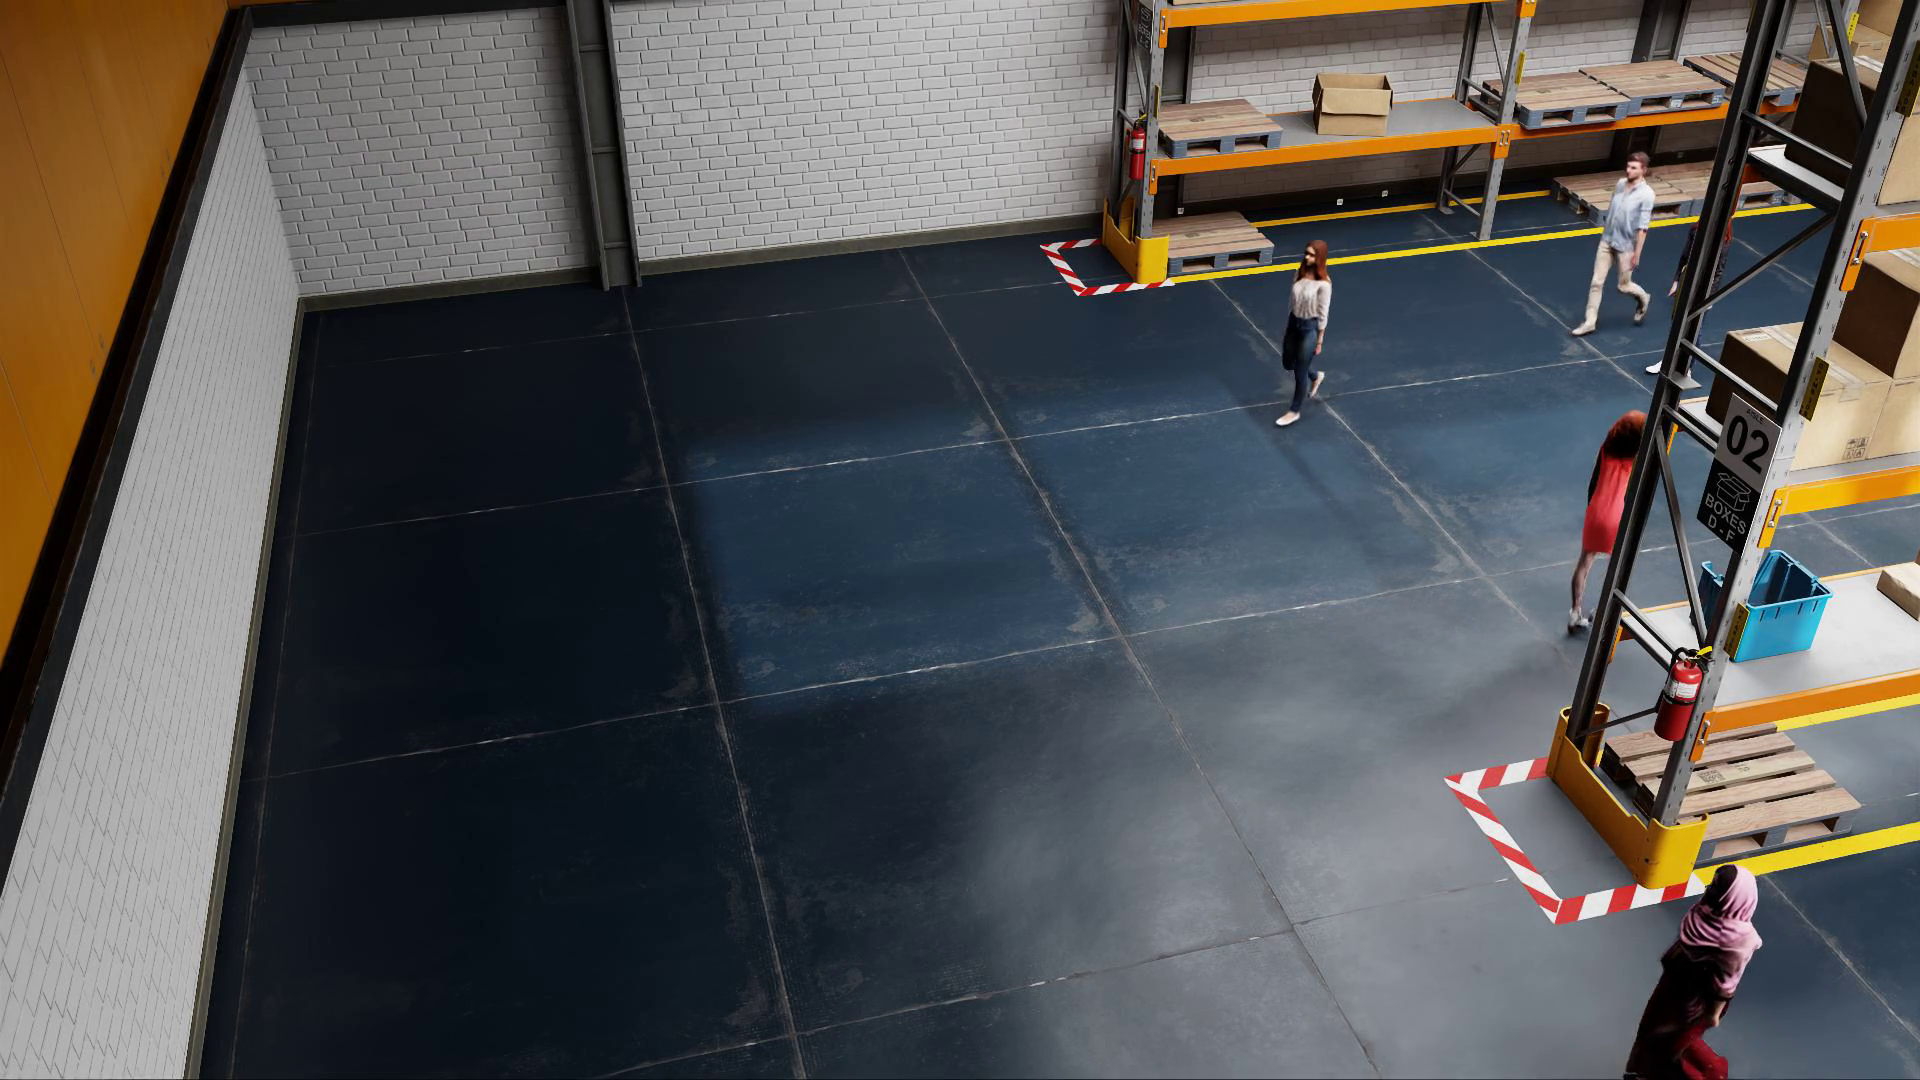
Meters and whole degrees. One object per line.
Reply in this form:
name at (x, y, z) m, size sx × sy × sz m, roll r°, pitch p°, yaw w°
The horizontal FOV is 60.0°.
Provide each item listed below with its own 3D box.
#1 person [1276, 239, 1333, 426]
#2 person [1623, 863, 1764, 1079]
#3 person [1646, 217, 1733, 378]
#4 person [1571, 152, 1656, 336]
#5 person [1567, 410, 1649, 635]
person at (3.085, -1.847, 14.592) m, size 0.969 × 1.717 × 0.776 m, roll -22°, pitch 39°, yaw -29°
person at (3.818, 2.270, 8.480) m, size 0.840 × 1.626 × 0.779 m, roll 5°, pitch 34°, yaw 7°
person at (6.717, -2.282, 15.182) m, size 0.620 × 1.787 × 0.641 m, roll -19°, pitch 38°, yaw -26°
person at (6.419, -2.843, 15.994) m, size 1.147 × 1.824 × 0.826 m, roll -17°, pitch 37°, yaw -23°
person at (4.560, -0.076, 11.841) m, size 0.746 × 1.813 × 0.720 m, roll -22°, pitch 39°, yaw -29°
